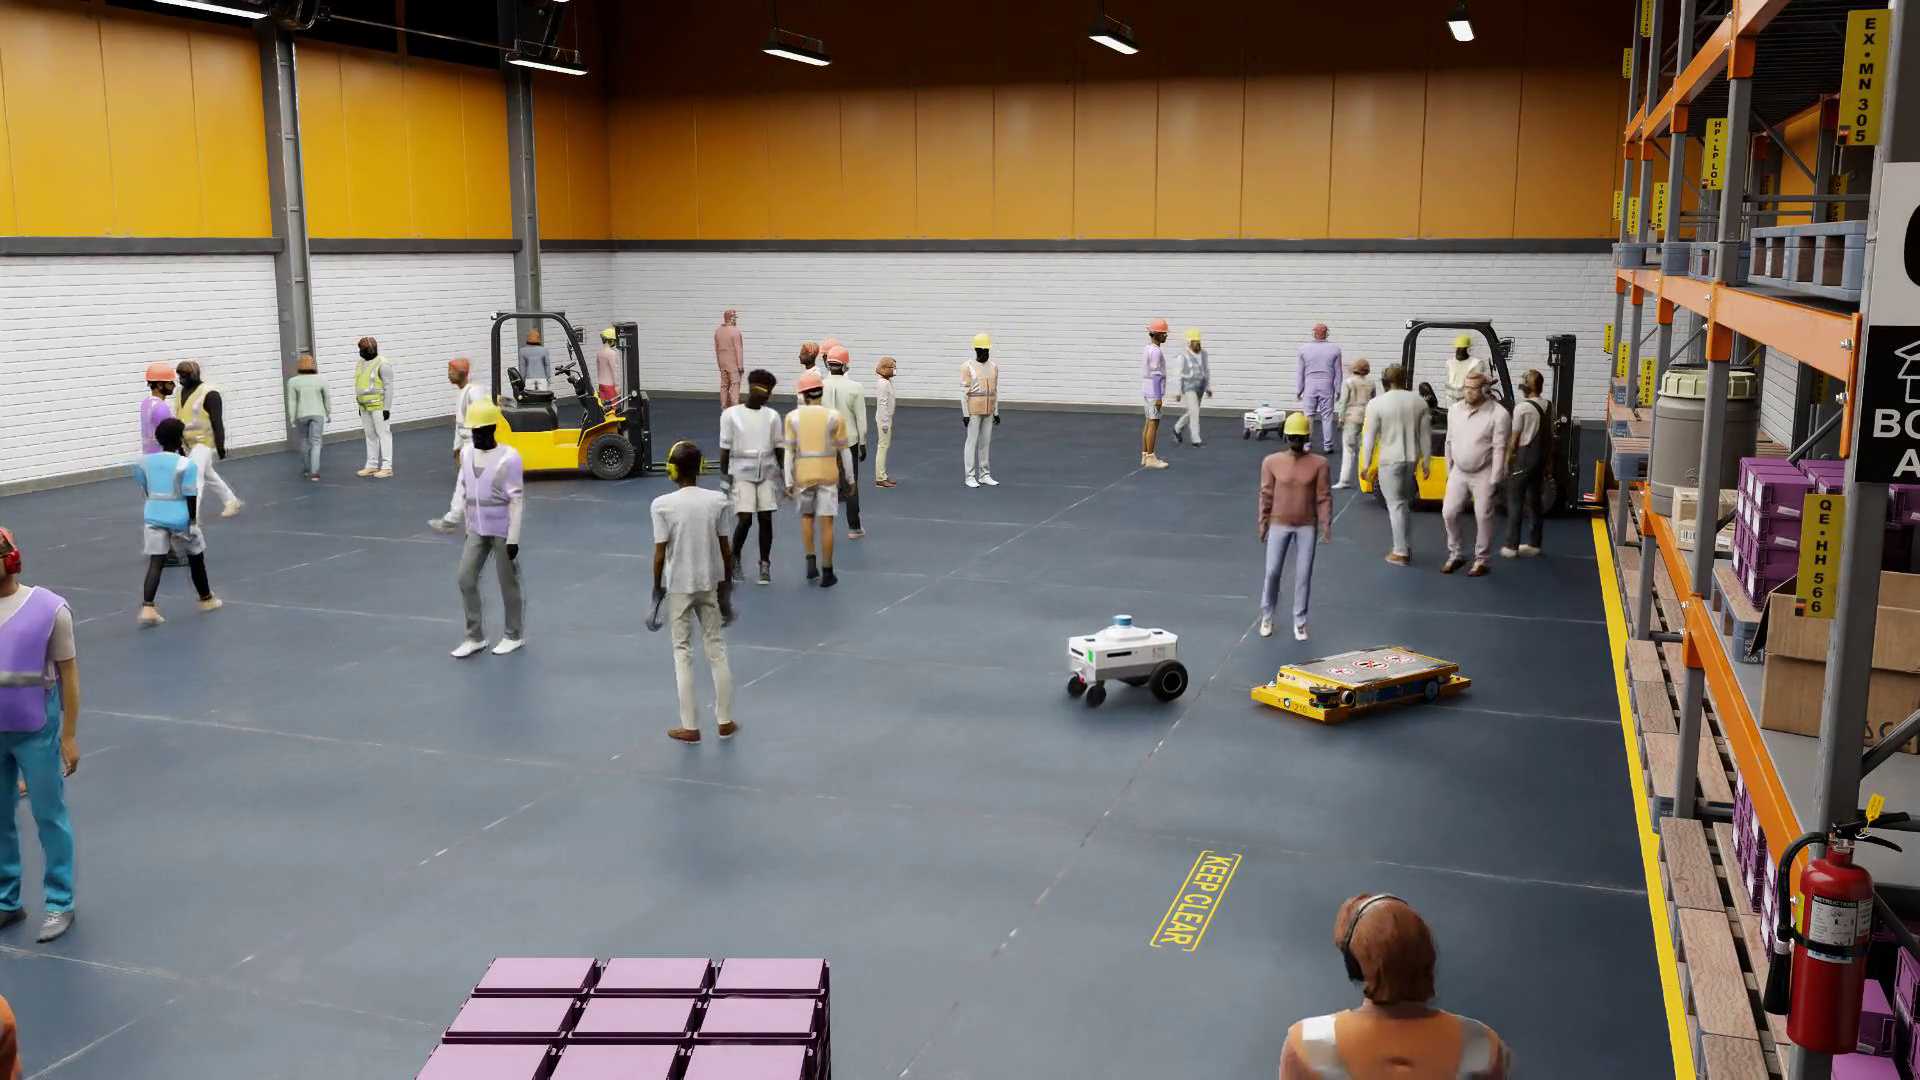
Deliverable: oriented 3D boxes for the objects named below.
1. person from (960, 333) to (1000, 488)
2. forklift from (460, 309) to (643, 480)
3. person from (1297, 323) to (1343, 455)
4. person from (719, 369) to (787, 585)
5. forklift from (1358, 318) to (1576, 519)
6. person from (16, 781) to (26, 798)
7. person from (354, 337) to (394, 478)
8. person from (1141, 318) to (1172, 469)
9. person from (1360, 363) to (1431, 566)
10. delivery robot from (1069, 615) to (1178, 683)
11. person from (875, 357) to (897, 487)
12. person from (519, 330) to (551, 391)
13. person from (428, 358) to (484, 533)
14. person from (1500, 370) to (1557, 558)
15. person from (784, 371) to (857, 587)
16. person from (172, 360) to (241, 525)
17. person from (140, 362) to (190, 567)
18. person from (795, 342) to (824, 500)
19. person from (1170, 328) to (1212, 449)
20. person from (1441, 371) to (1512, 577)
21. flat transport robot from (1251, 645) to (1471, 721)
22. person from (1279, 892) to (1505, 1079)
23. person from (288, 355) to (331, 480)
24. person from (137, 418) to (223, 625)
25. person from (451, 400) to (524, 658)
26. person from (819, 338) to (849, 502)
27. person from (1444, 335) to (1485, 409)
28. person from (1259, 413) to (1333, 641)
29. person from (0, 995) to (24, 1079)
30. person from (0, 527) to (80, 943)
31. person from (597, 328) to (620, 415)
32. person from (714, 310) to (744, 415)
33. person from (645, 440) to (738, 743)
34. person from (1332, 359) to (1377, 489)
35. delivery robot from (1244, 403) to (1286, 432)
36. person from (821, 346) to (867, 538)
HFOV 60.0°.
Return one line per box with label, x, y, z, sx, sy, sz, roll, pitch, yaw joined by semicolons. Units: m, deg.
person;0.264;-1.630;20.916;0.587;1.928;0.362;-9;13;-40
forklift;-5.354;-1.902;21.697;2.313;2.155;1.214;-2;10;-13
person;5.217;-2.191;24.144;0.651;1.904;0.403;2;10;14
person;-1.844;-0.556;14.876;0.649;1.929;0.448;-6;12;-30
forklift;5.787;-1.437;19.079;2.313;2.155;1.214;3;11;19
person;-5.395;0.462;9.103;0.627;1.940;0.375;9;14;43
person;-7.672;-1.733;21.760;0.624;1.838;0.430;7;12;34
person;2.676;-1.995;22.650;0.379;2.041;0.616;-1;10;-4
person;4.150;-0.725;15.883;0.641;1.907;0.643;-4;11;-20
delivery robot;1.093;0.747;11.134;0.707;0.478;0.477;-4;11;-23
person;-0.927;-1.483;20.915;0.267;1.632;0.507;1;10;3
person;-6.997;-2.638;27.421;0.501;1.633;0.279;-2;10;-12
person;-5.251;-0.995;17.580;0.928;1.839;0.603;-5;11;-26
person;5.524;-0.734;16.150;0.515;1.839;0.392;-6;12;-30
person;-1.238;-0.552;14.879;0.628;1.909;0.550;1;10;6
person;-8.286;-1.079;18.204;0.629;1.801;0.927;6;12;29
person;-7.514;-0.714;15.732;0.377;1.936;0.549;-8;13;-39
person;-1.779;-1.412;19.815;0.354;1.884;0.576;-3;11;-17
person;3.464;-2.300;25.061;0.595;1.803;0.836;-9;13;-40
person;4.680;-0.592;15.176;0.661;1.889;0.527;9;14;42
flat transport robot;2.693;0.938;11.119;1.431;0.197;0.652;-7;12;-34
person;0.962;1.608;3.691;0.522;1.576;0.906;-1;10;-3
person;-8.455;-1.603;21.687;0.503;1.596;0.811;-2;10;-12
person;-6.362;-0.161;13.420;0.535;1.652;0.857;1;10;6
person;-3.479;-0.066;12.158;0.629;1.900;0.713;5;11;26
person;-1.477;-1.412;19.659;0.377;1.938;0.547;1;10;5
person;6.910;-1.927;22.971;0.606;1.781;0.910;8;13;39
person;2.581;-0.099;12.818;0.559;1.756;0.360;1;10;6
person;-2.299;1.552;3.641;0.316;1.697;0.542;6;12;29
person;-4.113;0.838;7.271;0.585;1.842;0.385;0;10;2
person;-5.358;-2.356;25.473;0.324;1.765;0.531;-9;13;-41
person;-3.986;-3.064;29.056;0.639;1.908;0.409;9;13;41
person;-1.610;0.323;10.155;0.635;1.857;0.294;-6;12;-29
person;4.915;-1.449;20.789;0.654;1.617;0.339;-4;11;-23
delivery robot;4.779;-1.904;26.064;0.707;0.478;0.477;-9;14;-41
person;-1.254;-1.010;17.235;0.609;1.995;0.378;2;10;9
